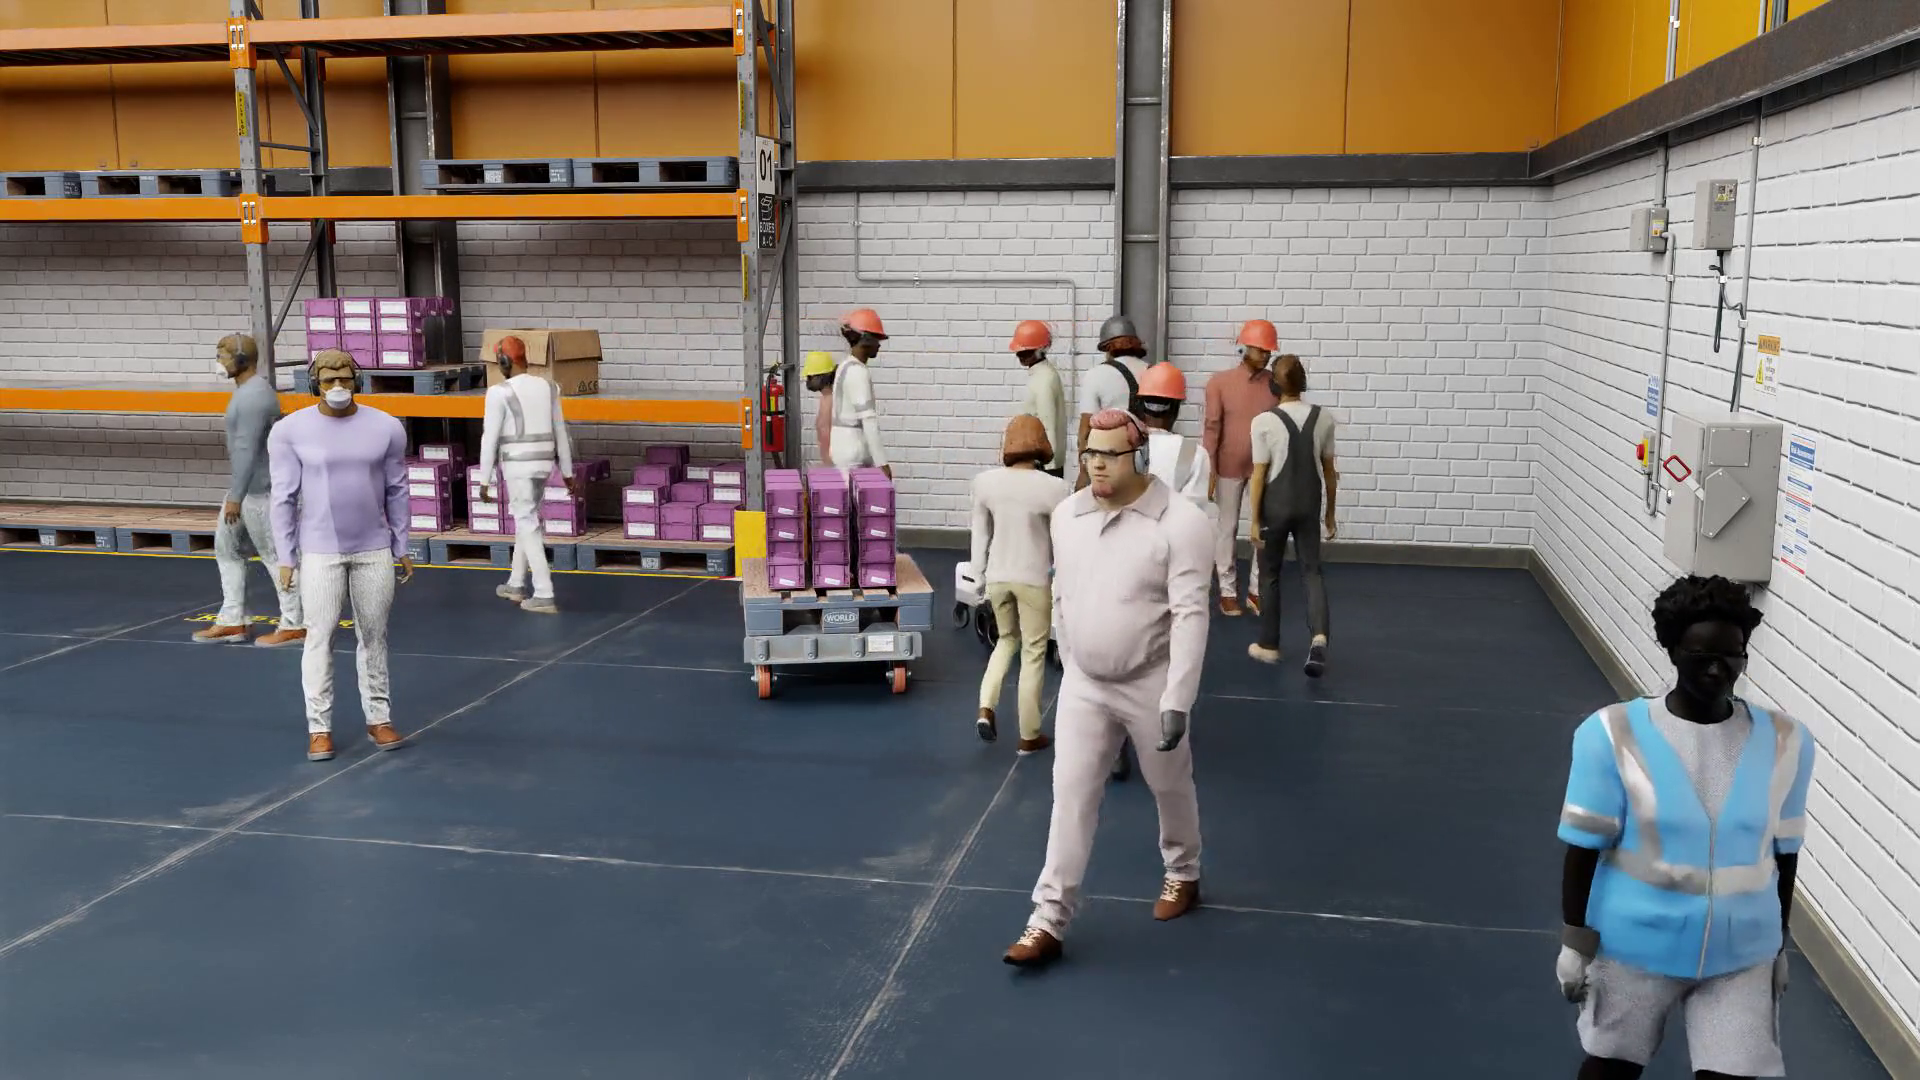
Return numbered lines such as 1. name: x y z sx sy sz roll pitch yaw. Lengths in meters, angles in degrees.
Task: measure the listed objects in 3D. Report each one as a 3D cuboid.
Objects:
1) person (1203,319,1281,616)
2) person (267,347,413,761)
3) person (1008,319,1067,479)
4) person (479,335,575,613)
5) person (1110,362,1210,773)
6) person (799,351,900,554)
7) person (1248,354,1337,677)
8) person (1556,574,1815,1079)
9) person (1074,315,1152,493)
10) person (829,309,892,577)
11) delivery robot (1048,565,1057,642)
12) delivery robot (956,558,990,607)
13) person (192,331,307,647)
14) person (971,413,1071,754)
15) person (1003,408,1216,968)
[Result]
1. person: 1.862 -0.453 10.855 0.637 1.961 0.628 -1 10 -8
2. person: -2.905 0.060 7.854 0.635 1.937 0.352 -6 11 -32
3. person: 0.668 -0.590 11.764 0.933 1.942 0.678 2 10 10
4. person: -2.983 -0.455 11.254 0.885 1.834 0.638 7 12 36
5. person: 0.875 0.123 7.730 0.551 1.878 0.958 2 10 11
6. person: -0.781 -0.499 11.923 0.859 1.723 0.534 0 9 -1
7. person: 1.905 -0.138 9.401 0.538 1.818 0.810 -2 10 -10
8. person: 1.598 0.876 3.753 0.538 1.667 0.797 1 9 7
9. person: 1.029 -0.475 10.766 0.727 2.000 0.547 -5 11 -27
10. person: -0.649 -0.567 11.423 0.599 2.014 0.674 0 9 -3
11. delivery robot: 0.541 0.391 9.738 0.477 0.478 0.707 -6 11 -33
12. delivery robot: 0.254 0.280 10.404 0.477 0.478 0.707 -5 10 -26
13. person: -4.339 -0.279 9.967 0.794 1.912 0.646 -5 11 -27
14. person: 0.286 0.216 7.853 0.517 1.622 0.390 6 11 33
15. person: 0.559 0.478 5.637 0.660 1.850 1.044 6 11 34
